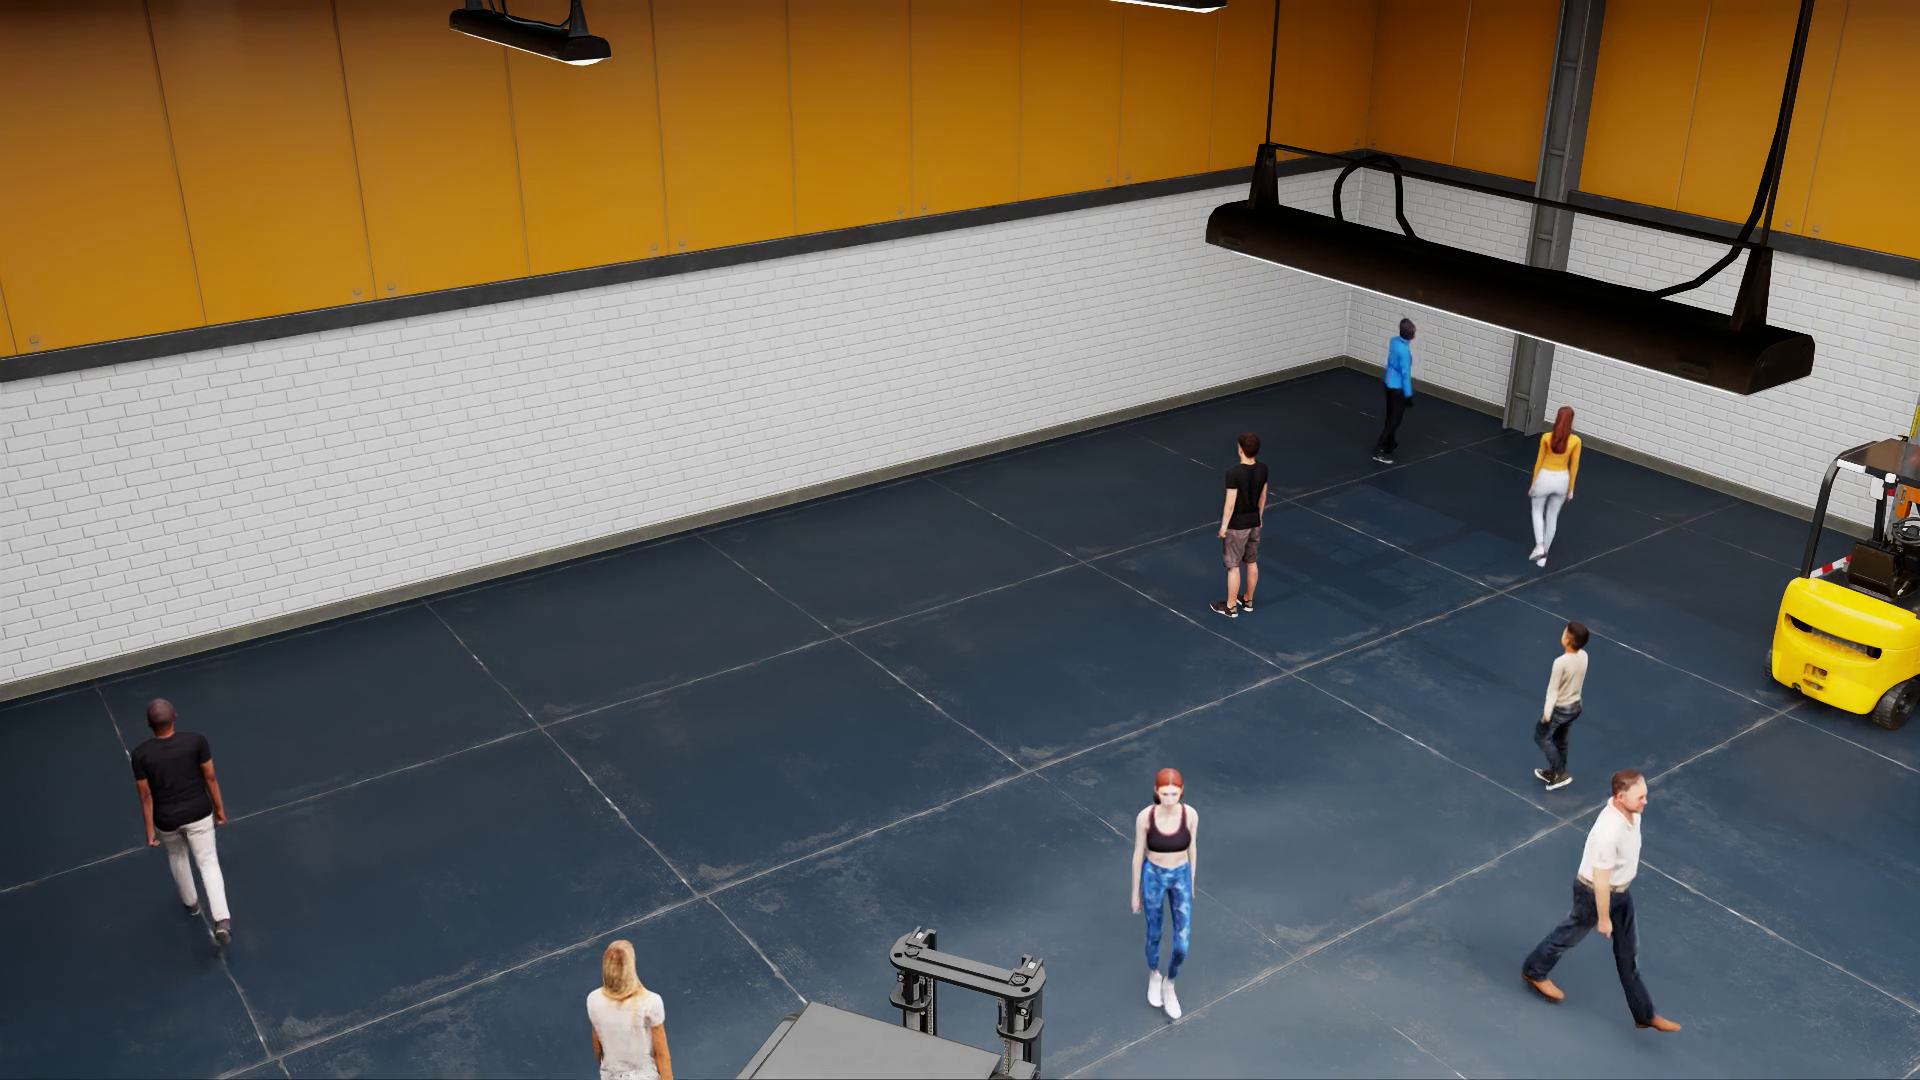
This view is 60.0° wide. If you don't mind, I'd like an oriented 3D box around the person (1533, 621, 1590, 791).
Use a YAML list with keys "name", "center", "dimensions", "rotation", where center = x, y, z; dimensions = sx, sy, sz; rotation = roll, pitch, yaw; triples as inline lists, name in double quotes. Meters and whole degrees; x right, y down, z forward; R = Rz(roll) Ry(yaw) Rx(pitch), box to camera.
- name: "person"
  center: [4.801, 1.351, 13.113]
  dimensions: [0.571, 1.452, 0.631]
  rotation: [-14, 27, -30]

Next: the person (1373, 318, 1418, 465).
- name: "person"
  center: [5.240, -1.843, 20.011]
  dimensions: [1.019, 1.779, 0.870]
  rotation: [-9, 25, -19]

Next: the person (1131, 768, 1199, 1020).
- name: "person"
  center: [1.309, 2.212, 10.742]
  dimensions: [0.737, 1.773, 0.802]
  rotation: [-1, 24, -1]

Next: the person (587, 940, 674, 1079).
- name: "person"
  center: [-1.776, 2.990, 8.934]
  dimensions: [0.780, 1.796, 0.837]
  rotation: [3, 24, 7]

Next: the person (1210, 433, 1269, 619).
- name: "person"
  center: [2.732, -0.157, 16.051]
  dimensions: [0.668, 1.862, 0.577]
  rotation: [-14, 27, -29]

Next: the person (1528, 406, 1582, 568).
- name: "person"
  center: [6.066, -0.511, 17.014]
  dimensions: [0.805, 1.740, 0.862]
  rotation: [5, 24, 12]

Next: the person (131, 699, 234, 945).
- name: "person"
  center: [-5.277, 1.946, 11.348]
  dimensions: [0.741, 1.776, 1.185]
  rotation: [-13, 27, -27]

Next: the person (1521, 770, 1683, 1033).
- name: "person"
  center: [4.005, 2.246, 10.634]
  dimensions: [0.741, 1.797, 1.278]
  rotation: [-20, 30, -38]
